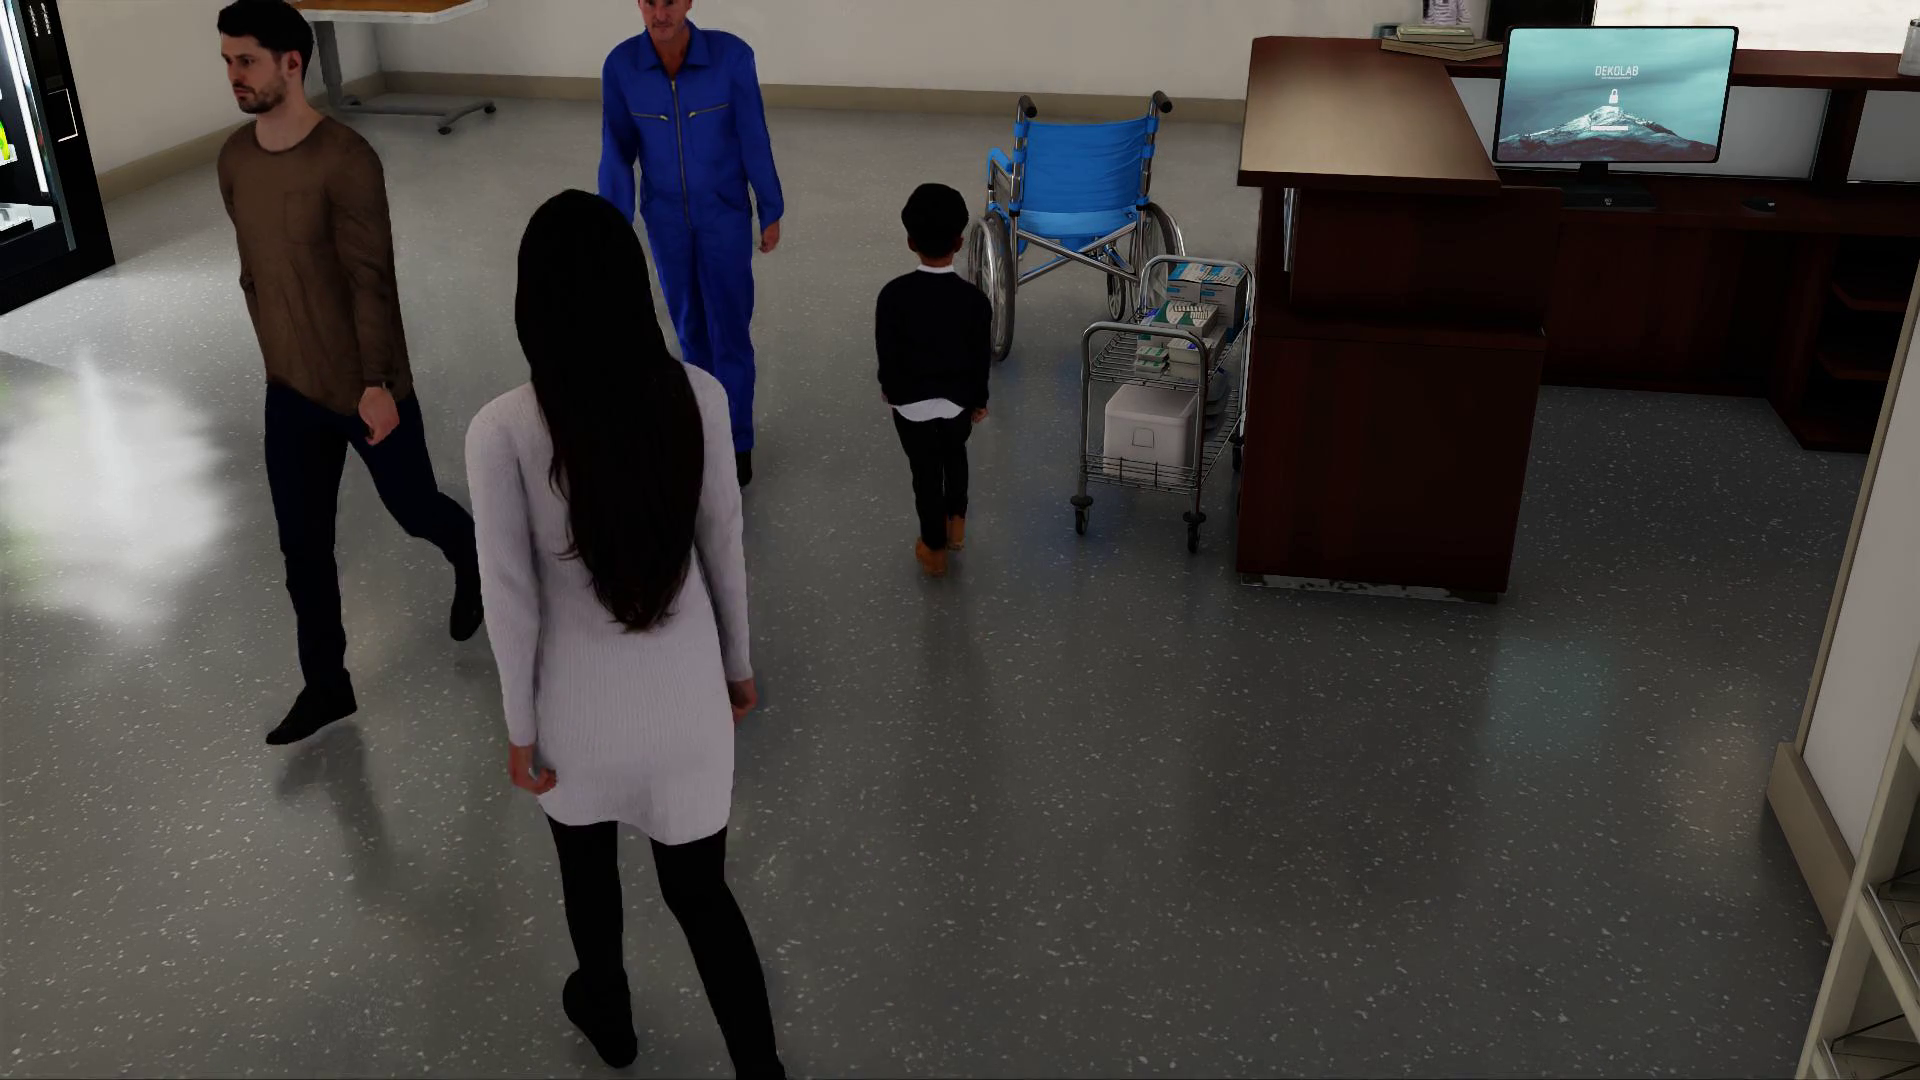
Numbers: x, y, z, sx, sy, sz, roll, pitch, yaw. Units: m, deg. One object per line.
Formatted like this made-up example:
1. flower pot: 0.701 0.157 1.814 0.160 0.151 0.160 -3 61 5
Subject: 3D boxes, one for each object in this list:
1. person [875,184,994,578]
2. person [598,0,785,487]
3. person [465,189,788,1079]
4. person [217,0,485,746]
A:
1. person: -0.068 -0.452 5.071 0.592 1.214 0.641 -6 26 -12
2. person: -0.908 -1.140 5.866 0.800 1.802 0.863 2 26 3
3. person: -0.528 0.344 2.814 1.068 1.780 1.181 -15 29 -28
4. person: -1.560 -0.442 4.354 0.731 1.858 1.167 7 27 14
